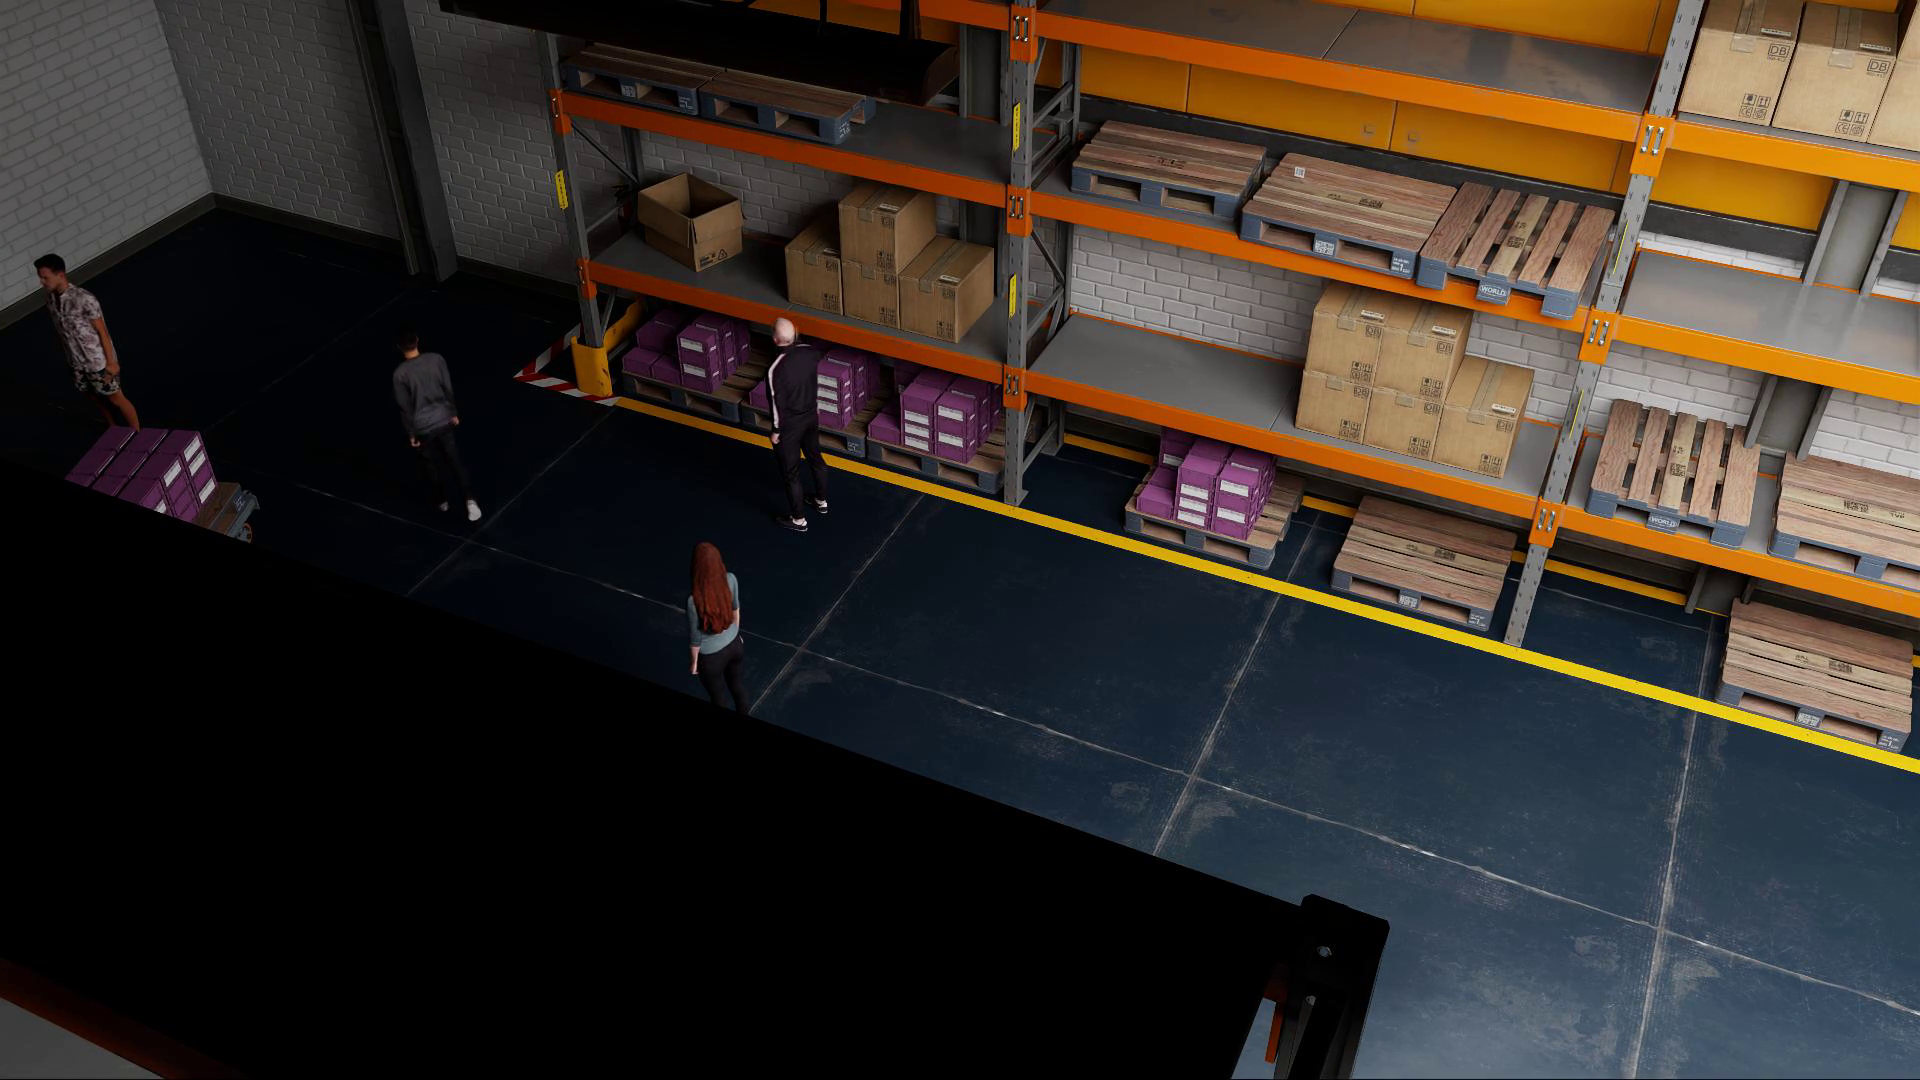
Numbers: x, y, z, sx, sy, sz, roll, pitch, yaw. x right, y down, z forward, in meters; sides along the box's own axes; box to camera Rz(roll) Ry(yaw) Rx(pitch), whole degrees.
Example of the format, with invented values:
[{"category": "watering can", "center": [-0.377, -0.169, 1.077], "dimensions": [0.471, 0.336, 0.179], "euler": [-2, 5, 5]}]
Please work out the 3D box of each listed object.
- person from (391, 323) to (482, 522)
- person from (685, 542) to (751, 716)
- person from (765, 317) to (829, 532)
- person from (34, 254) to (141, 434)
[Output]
[{"category": "person", "center": [-4.043, -0.871, 12.815], "dimensions": [0.890, 1.747, 1.067], "euler": [-27, 46, -30]}, {"category": "person", "center": [-1.570, 0.723, 10.822], "dimensions": [0.643, 1.743, 0.642], "euler": [31, 48, 33]}, {"category": "person", "center": [-1.255, -0.892, 12.772], "dimensions": [0.649, 1.834, 0.718], "euler": [25, 45, 28]}, {"category": "person", "center": [-7.103, -1.534, 13.595], "dimensions": [0.518, 1.811, 0.741], "euler": [14, 41, 16]}]
